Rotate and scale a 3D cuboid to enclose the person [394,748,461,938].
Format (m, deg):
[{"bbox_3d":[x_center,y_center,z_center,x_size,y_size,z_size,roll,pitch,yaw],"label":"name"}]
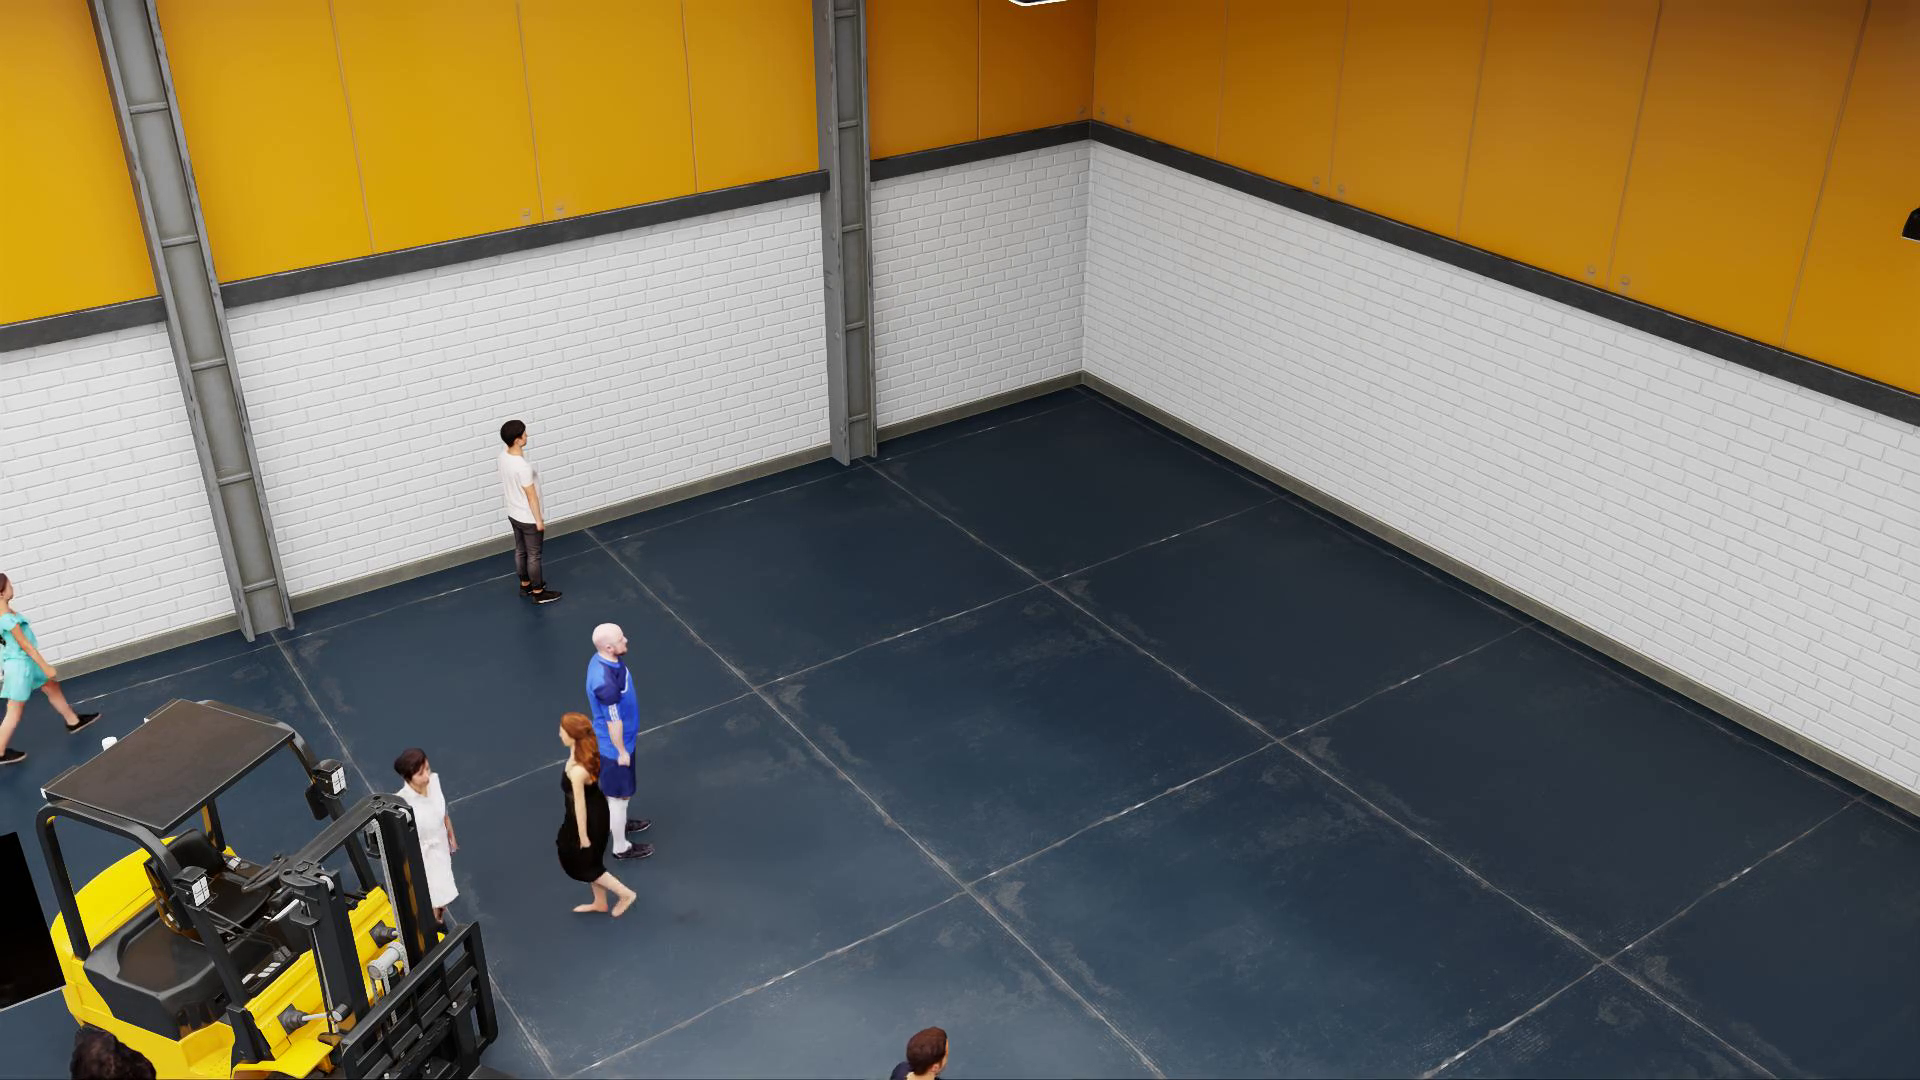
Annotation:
[{"bbox_3d":[-3.466,1.971,10.637,0.748,1.546,0.683,11,31,20],"label":"person"}]

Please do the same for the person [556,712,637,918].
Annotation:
[{"bbox_3d":[-2.341,1.822,10.847,0.854,1.606,0.775,0,29,-1],"label":"person"}]

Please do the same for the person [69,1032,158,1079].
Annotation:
[{"bbox_3d":[-4.166,3.131,8.441,0.673,1.613,0.572,23,36,36],"label":"person"}]

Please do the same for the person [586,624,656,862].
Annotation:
[{"bbox_3d":[-2.367,1.371,11.429,0.731,1.840,0.751,-5,29,-8],"label":"person"}]

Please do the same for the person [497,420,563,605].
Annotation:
[{"bbox_3d":[-3.811,-0.259,14.540,0.566,1.722,0.647,-23,36,-36],"label":"person"}]

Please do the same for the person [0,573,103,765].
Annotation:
[{"bbox_3d":[-7.110,0.993,12.456,0.678,1.520,1.112,25,37,38],"label":"person"}]
